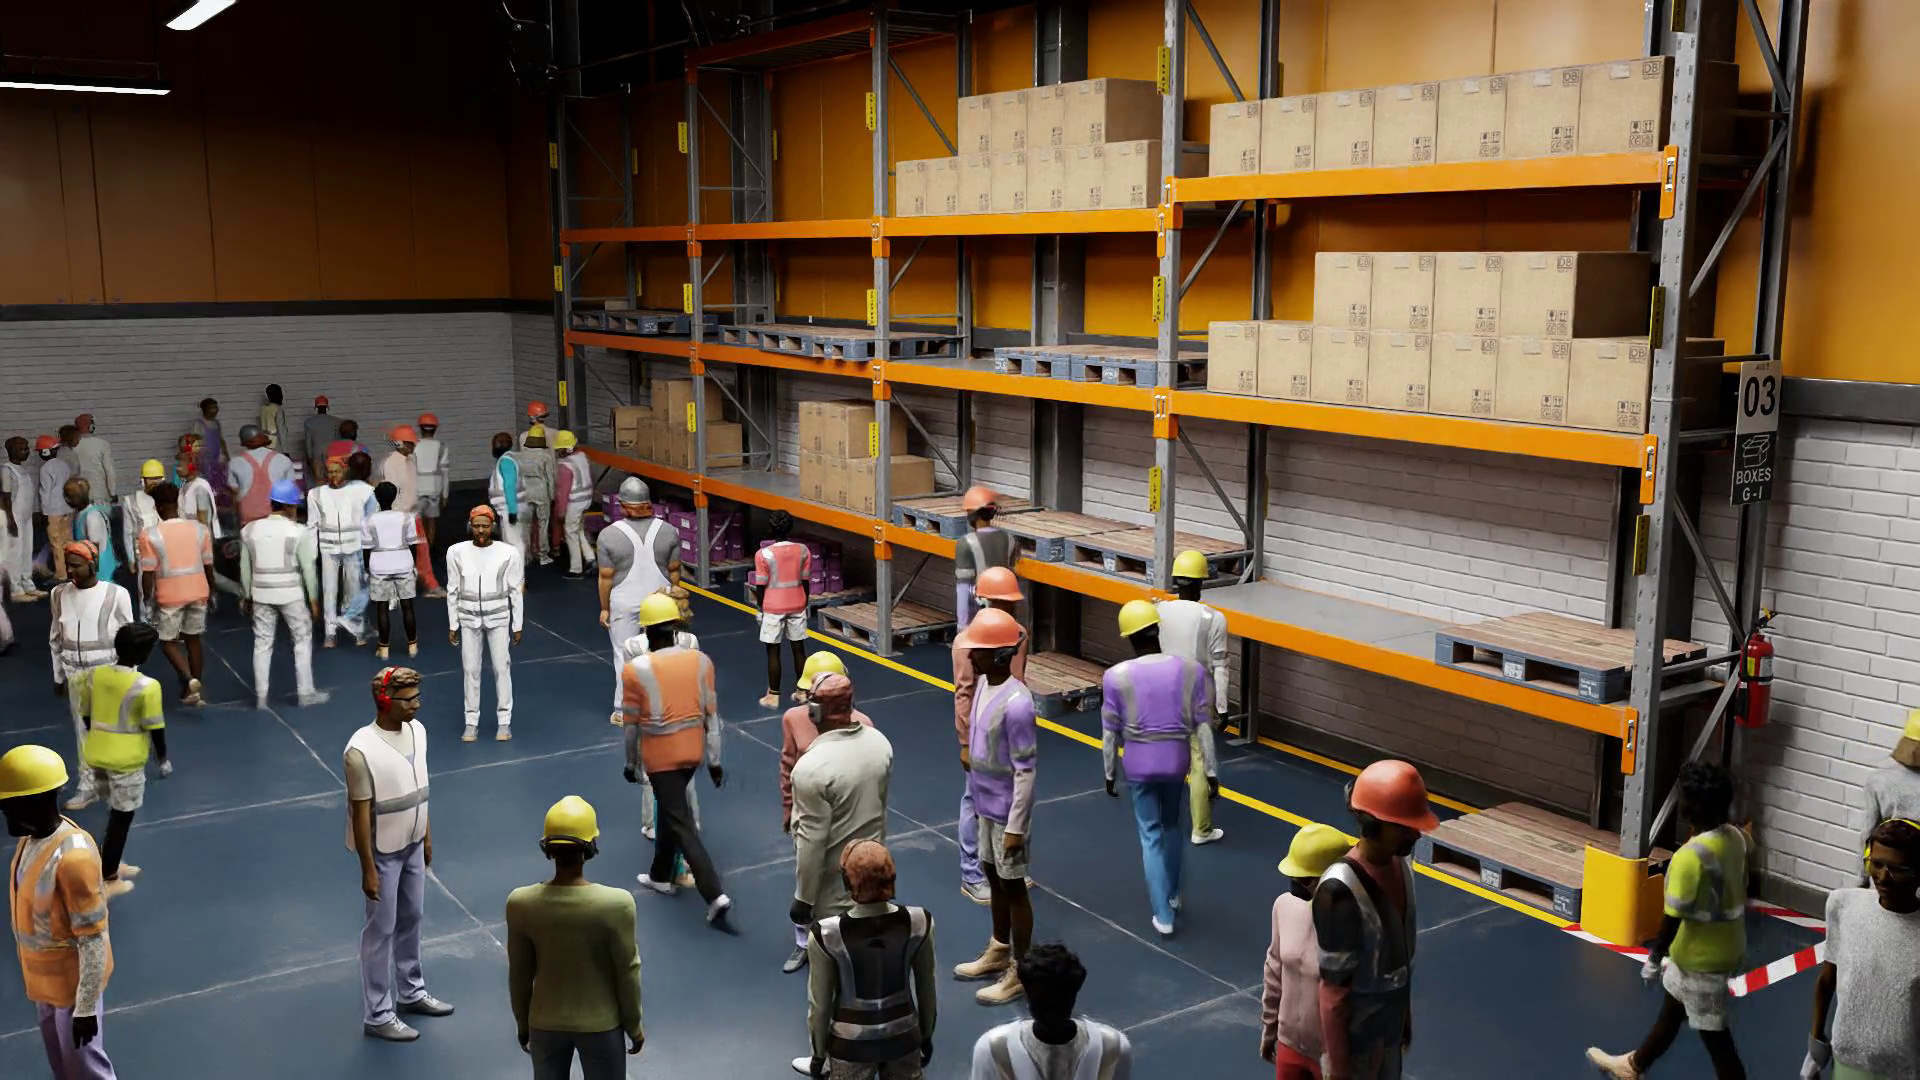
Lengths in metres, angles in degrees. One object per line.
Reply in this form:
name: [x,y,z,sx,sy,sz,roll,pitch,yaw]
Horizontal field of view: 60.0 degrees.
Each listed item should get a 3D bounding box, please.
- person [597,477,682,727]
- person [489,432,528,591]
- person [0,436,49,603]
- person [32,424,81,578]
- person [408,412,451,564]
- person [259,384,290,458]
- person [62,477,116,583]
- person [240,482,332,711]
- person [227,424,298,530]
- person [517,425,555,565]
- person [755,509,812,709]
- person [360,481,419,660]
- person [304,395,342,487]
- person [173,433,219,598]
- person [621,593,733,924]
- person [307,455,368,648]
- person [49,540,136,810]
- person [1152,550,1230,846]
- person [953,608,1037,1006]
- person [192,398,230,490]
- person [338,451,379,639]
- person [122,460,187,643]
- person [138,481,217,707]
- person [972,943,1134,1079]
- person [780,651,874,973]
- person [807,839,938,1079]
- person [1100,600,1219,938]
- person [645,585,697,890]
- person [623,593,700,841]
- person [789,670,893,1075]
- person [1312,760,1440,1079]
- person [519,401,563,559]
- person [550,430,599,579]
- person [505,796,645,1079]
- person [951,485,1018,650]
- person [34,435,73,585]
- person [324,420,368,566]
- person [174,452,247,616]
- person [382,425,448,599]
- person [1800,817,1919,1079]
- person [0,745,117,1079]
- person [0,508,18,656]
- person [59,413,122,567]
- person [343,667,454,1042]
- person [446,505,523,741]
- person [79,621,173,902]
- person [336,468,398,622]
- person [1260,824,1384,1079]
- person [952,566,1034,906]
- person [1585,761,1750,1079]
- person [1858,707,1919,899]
person: [-2.629,0.493,13.526,0.689,2.000,0.539,-5,11,-27]
person: [-5.146,-0.314,18.987,0.433,1.808,0.752,-2,10,-14]
person: [-10.376,-0.227,18.365,0.342,1.840,0.506,-1,10,-5]
person: [-10.795,-0.469,19.895,0.538,1.811,0.853,7,12,35]
person: [-6.513,-0.595,20.335,0.608,1.897,0.701,-4,10,-21]
person: [-10.193,-1.363,24.776,0.591,1.920,0.393,8,12,39]
person: [-7.994,0.318,15.228,0.643,1.808,0.596,-7,12,-36]
person: [-5.723,0.477,14.004,0.660,1.913,0.454,1,10,3]
person: [-7.695,-0.334,18.378,0.699,2.000,0.825,-4,11,-24]
person: [-5.235,-0.556,20.599,0.490,1.730,0.323,1,10,8]
person: [-1.493,0.580,14.047,0.535,1.691,0.317,-7,12,-35]
person: [-5.381,0.289,15.726,0.529,1.697,0.321,-5,11,-27]
person: [-9.458,-1.281,24.779,0.561,1.752,0.324,-6,11,-31]
person: [-8.587,-0.267,18.551,0.395,1.847,0.564,-6,11,-33]
person: [-1.613,1.249,9.621,0.999,1.870,0.574,9,13,43]
person: [-6.048,0.110,16.232,0.584,1.882,0.349,-4,10,-20]
person: [-5.945,0.929,11.423,0.583,1.882,0.337,1,10,4]
person: [1.471,1.018,10.772,0.587,1.928,0.364,6,11,30]
person: [0.184,1.350,8.483,0.396,2.044,0.609,-3,10,-17]
person: [-10.795,-1.143,23.859,0.966,1.803,0.532,2,10,12]
person: [-5.923,0.077,16.371,0.608,1.901,0.504,6,12,33]
person: [-7.852,0.125,16.283,0.590,1.837,0.403,-7,12,-36]
person: [-6.497,0.474,13.922,0.608,1.941,0.639,9,13,41]
person: [0.306,2.067,5.382,0.588,1.677,0.486,-1,10,-5]
person: [-0.701,1.441,8.773,0.526,1.765,0.329,3,10,16]
person: [-0.326,1.926,6.296,0.510,1.639,0.308,-3,10,-19]
person: [1.107,1.265,9.477,0.662,1.873,0.764,-1,10,-7]
person: [-1.729,1.181,10.059,0.345,1.846,0.508,-2,10,-12]
person: [-1.927,1.150,10.845,0.512,1.639,0.311,-2,10,-12]
person: [-0.585,1.545,7.750,0.401,1.904,0.646,6,11,32]
person: [1.502,1.774,6.043,0.411,2.032,0.611,8,12,38]
person: [-5.293,-0.759,21.012,0.386,1.992,0.622,9,13,43]
person: [-4.540,-0.404,19.530,0.404,1.805,0.633,2,10,11]
person: [-1.472,1.848,6.410,0.526,1.760,0.332,1,10,8]
person: [0.173,0.585,13.057,0.688,2.016,0.514,-9,13,-42]
person: [-10.567,-0.356,19.386,0.345,1.743,0.555,-1,10,-4]
person: [-7.568,-0.577,20.524,0.640,1.805,0.933,3,10,15]
person: [-7.814,-0.020,17.184,0.574,1.822,0.779,9,13,44]
person: [-6.143,-0.300,18.410,0.801,1.960,0.627,2,10,14]
person: [3.262,1.879,5.889,0.334,1.873,0.521,-9,13,-43]
person: [-3.559,1.737,6.558,0.594,1.924,0.383,9,13,44]
person: [-9.310,0.258,15.840,0.722,1.724,0.578,8,12,38]
person: [-10.594,-0.588,20.265,0.652,1.906,0.402,-1,10,-7]
person: [-2.780,1.514,8.138,0.394,1.836,0.561,3,10,14]
person: [-3.727,0.655,13.075,0.581,1.879,0.365,-1,10,-6]
person: [-4.949,1.305,9.877,0.557,1.654,0.518,4,11,23]
person: [-6.323,0.016,17.631,0.505,1.595,0.827,3,10,17]
person: [1.315,1.890,6.135,0.320,1.765,0.533,-8,12,-38]
person: [0.204,1.139,9.865,0.376,1.996,0.612,8,13,40]
person: [3.116,1.760,7.196,0.859,1.653,0.559,9,13,43]
person: [4.467,1.624,7.790,0.342,1.747,0.486,-7,12,-37]
